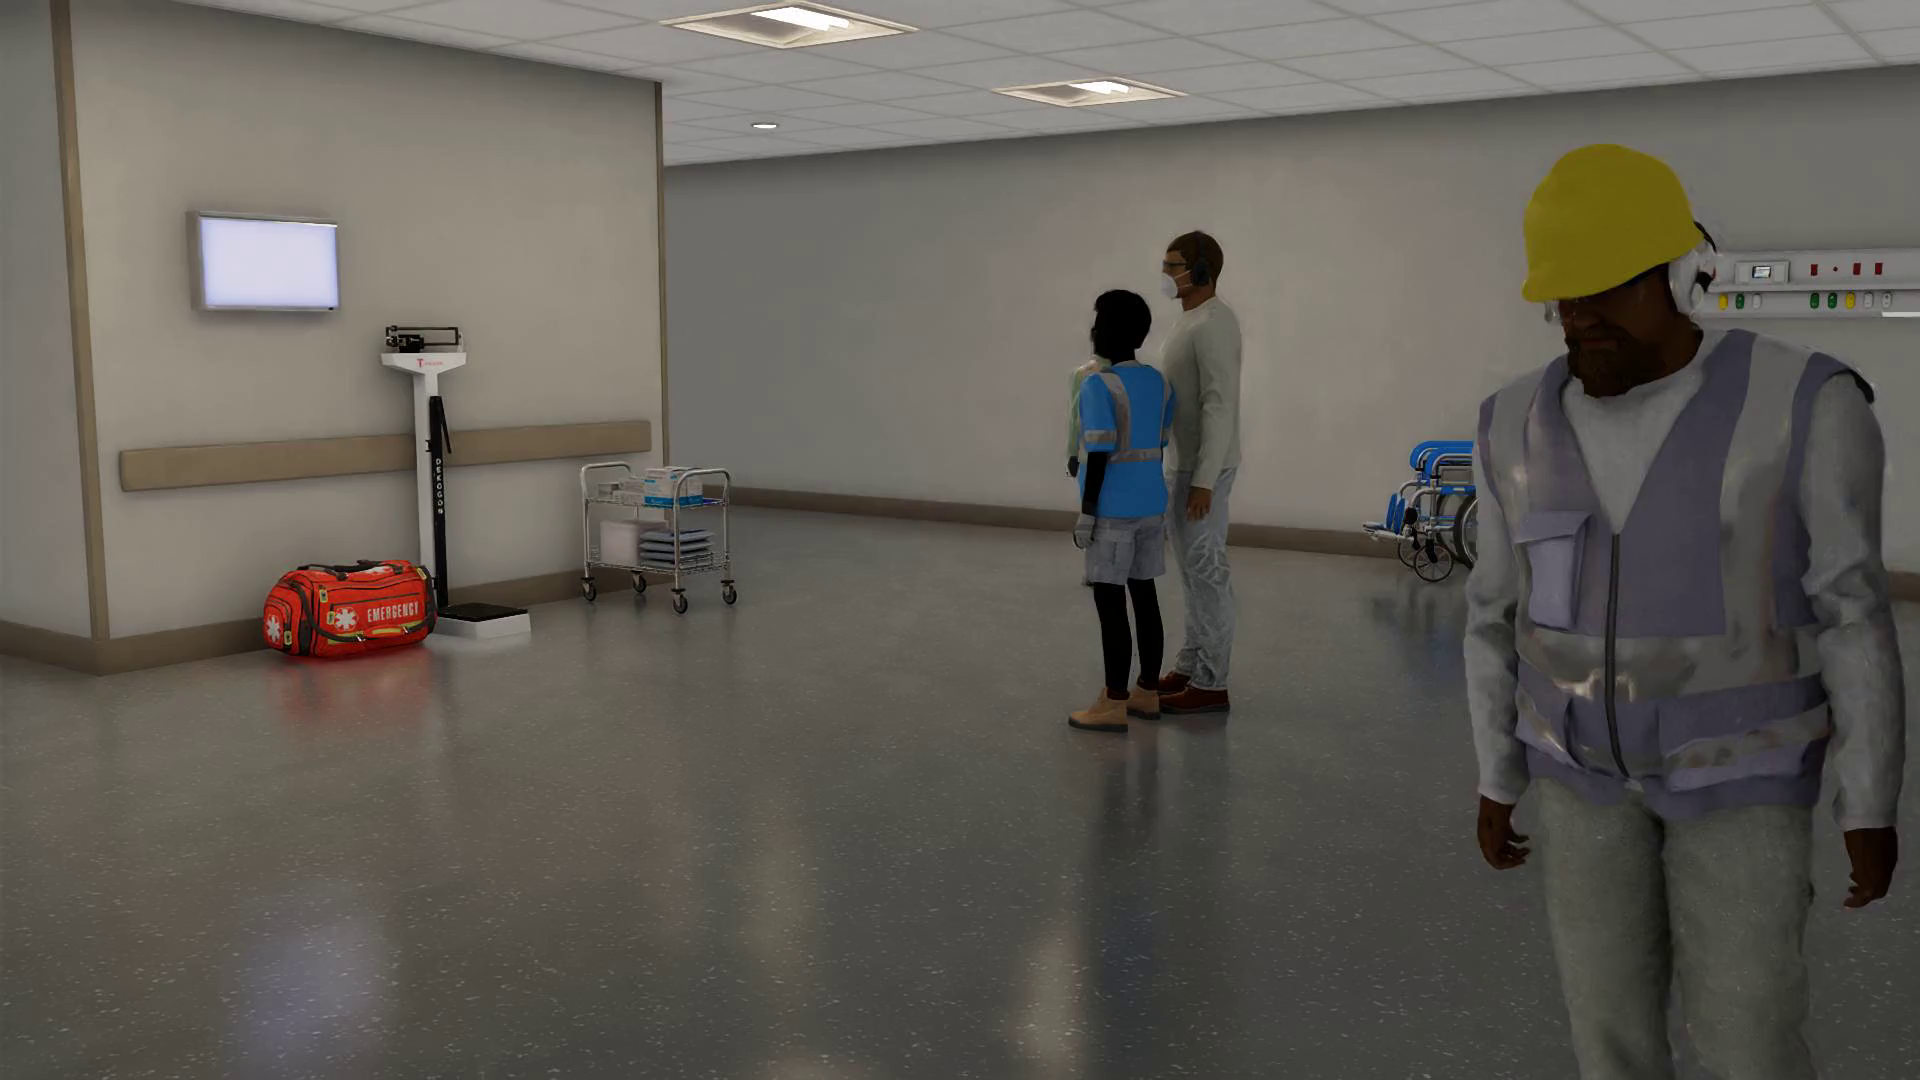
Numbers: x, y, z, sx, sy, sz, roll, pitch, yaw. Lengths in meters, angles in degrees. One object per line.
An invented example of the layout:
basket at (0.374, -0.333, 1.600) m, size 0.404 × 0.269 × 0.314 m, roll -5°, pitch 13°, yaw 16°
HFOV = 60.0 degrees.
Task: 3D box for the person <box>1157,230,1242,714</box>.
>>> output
person at (0.947, -0.270, 6.726) m, size 0.372 × 1.940 × 0.627 m, roll 0°, pitch 7°, yaw -2°

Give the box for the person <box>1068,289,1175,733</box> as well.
person at (0.620, -0.112, 6.423) m, size 0.316 × 1.695 × 0.541 m, roll 6°, pitch 9°, yaw 38°

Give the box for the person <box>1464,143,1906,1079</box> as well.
person at (1.054, 0.332, 2.471) m, size 0.630 × 1.793 × 0.590 m, roll 7°, pitch 10°, yaw 44°
